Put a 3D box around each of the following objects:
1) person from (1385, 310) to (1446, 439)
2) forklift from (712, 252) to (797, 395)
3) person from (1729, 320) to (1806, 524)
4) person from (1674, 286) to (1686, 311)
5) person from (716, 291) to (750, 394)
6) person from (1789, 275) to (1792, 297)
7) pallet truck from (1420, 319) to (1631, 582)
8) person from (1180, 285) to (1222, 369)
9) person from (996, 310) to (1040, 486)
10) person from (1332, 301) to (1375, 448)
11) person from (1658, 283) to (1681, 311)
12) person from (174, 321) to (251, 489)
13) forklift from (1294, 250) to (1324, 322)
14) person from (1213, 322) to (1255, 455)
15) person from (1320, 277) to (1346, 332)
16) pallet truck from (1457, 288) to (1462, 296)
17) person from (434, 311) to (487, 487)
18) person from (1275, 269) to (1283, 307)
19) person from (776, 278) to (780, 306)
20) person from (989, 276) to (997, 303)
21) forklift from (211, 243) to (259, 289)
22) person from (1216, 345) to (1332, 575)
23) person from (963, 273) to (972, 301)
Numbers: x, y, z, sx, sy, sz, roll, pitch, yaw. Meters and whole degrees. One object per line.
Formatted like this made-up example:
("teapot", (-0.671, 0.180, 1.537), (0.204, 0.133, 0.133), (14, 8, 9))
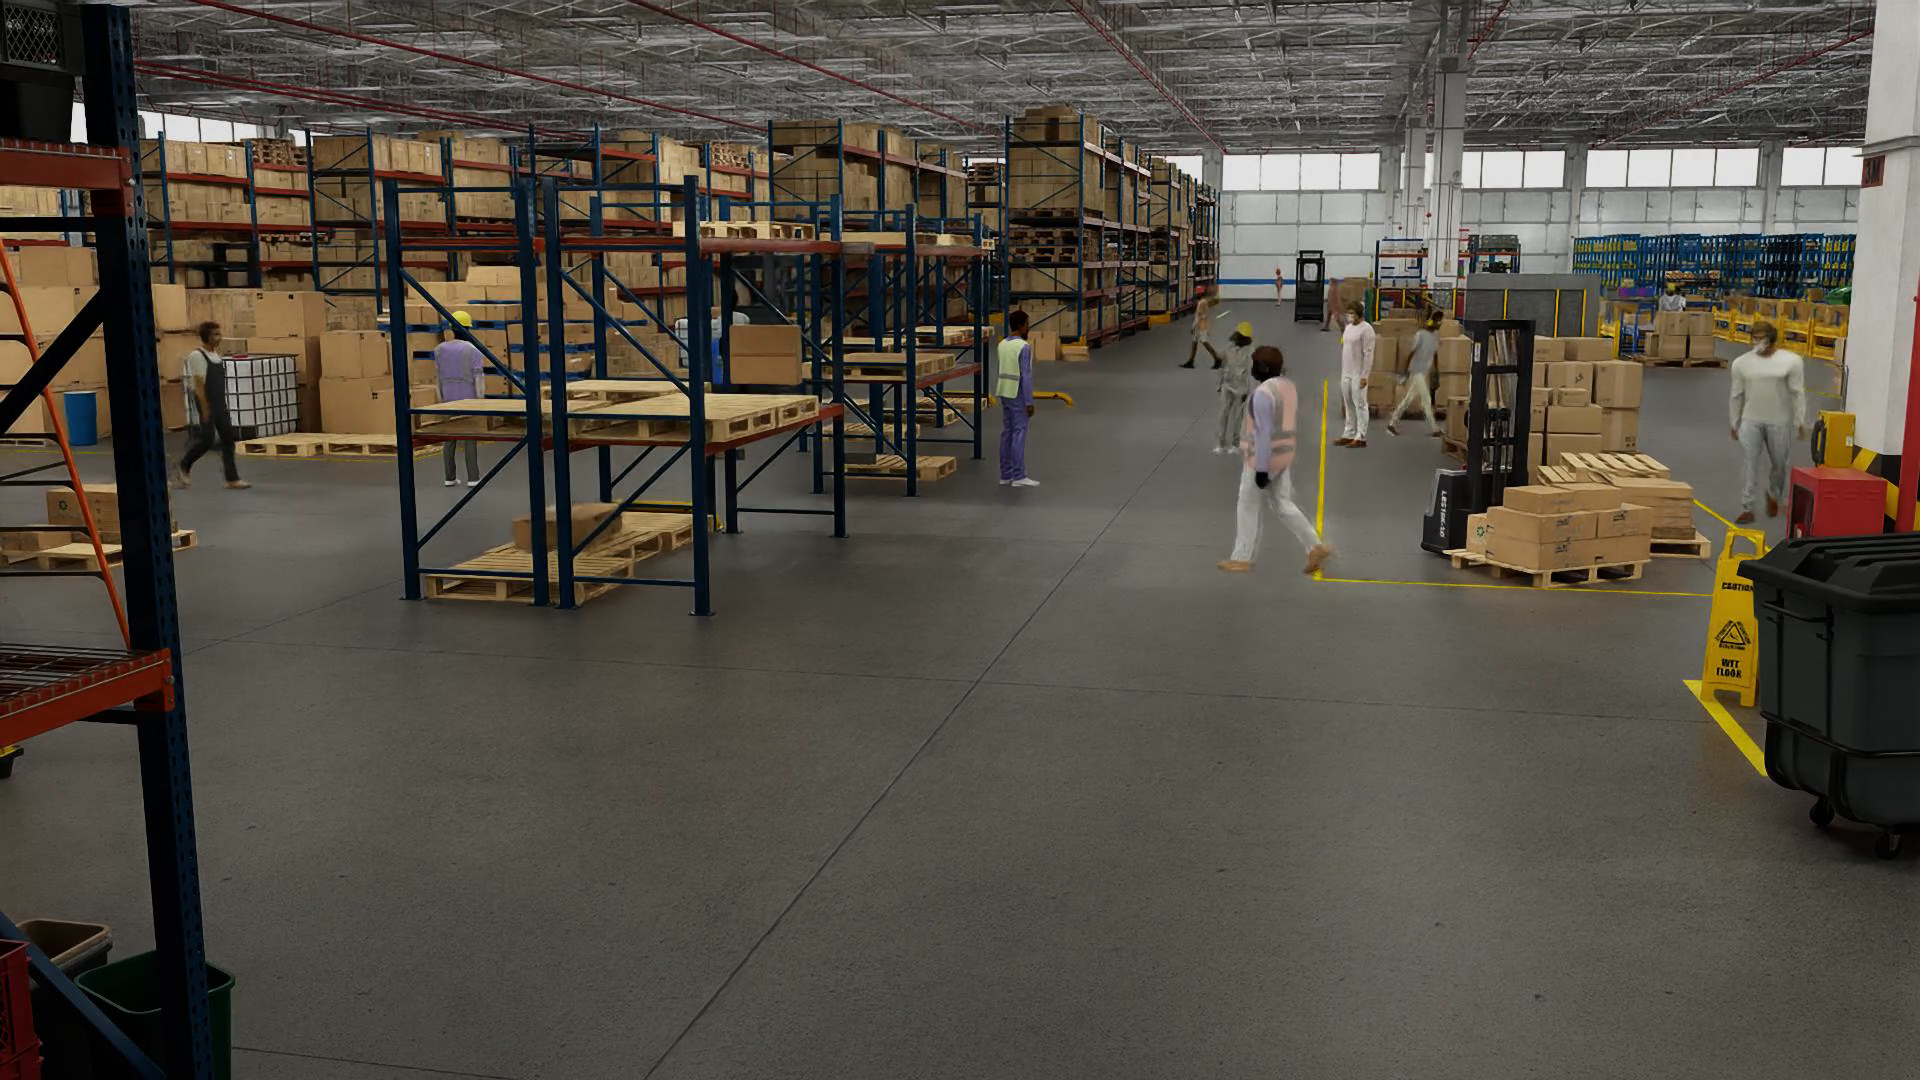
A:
("person", (6.407, -2.315, 23.186), (1.052, 1.789, 0.525), (9, 13, 44))
("forklift", (-3.719, -3.918, 29.406), (1.129, 2.768, 1.873), (2, 10, 12))
("person", (7.596, -1.115, 15.670), (0.678, 1.913, 0.777), (6, 12, 33))
("person", (21.307, -6.723, 49.554), (0.540, 1.677, 0.521), (2, 10, 14))
("person", (-3.630, -2.987, 26.594), (0.602, 1.967, 0.366), (-9, 13, -43))
("person", (40.582, -12.180, 81.536), (0.587, 1.791, 0.962), (1, 10, 8))
("pallet truck", (4.543, -0.757, 13.299), (0.823, 1.965, 1.885), (-4, 10, -22))
("person", (5.517, -4.795, 37.544), (0.968, 1.903, 0.551), (3, 10, 15))
("person", (0.612, -1.544, 18.190), (0.382, 1.918, 0.597), (-6, 11, -30))
("person", (5.197, -2.174, 21.879), (0.373, 1.935, 0.628), (-3, 10, -18))
("person", (19.829, -6.274, 46.498), (0.592, 1.818, 0.658), (2, 10, 11))
("person", (-8.077, -1.434, 17.838), (0.734, 1.823, 0.525), (2, 10, 12))
("forklift", (13.778, -10.002, 65.433), (1.129, 2.768, 1.873), (2, 10, 12))
("person", (3.460, -1.902, 20.965), (0.554, 1.686, 0.674), (6, 11, 30))
("person", (12.808, -8.037, 56.821), (0.952, 1.870, 0.657), (5, 11, 28))
("pallet truck", (20.506, -9.785, 68.819), (0.653, 1.274, 1.630), (2, 10, 12))
("person", (-5.425, -1.530, 18.128), (0.585, 1.918, 0.409), (3, 10, 16))
("person", (16.688, -13.217, 87.140), (0.406, 1.987, 0.608), (1, 10, 7))
("person", (-5.972, -7.587, 53.982), (0.371, 1.916, 0.597), (-3, 10, -19))
("person", (1.915, -14.356, 94.157), (0.636, 1.880, 0.974), (-7, 12, -34))
("forklift", (-15.711, -5.077, 36.267), (1.129, 2.768, 1.873), (2, 10, 12))
("person", (2.482, -0.615, 13.015), (0.852, 1.819, 0.639), (6, 12, 34))
("person", (0.446, -12.252, 81.909), (0.610, 1.811, 0.747), (3, 10, 17))
